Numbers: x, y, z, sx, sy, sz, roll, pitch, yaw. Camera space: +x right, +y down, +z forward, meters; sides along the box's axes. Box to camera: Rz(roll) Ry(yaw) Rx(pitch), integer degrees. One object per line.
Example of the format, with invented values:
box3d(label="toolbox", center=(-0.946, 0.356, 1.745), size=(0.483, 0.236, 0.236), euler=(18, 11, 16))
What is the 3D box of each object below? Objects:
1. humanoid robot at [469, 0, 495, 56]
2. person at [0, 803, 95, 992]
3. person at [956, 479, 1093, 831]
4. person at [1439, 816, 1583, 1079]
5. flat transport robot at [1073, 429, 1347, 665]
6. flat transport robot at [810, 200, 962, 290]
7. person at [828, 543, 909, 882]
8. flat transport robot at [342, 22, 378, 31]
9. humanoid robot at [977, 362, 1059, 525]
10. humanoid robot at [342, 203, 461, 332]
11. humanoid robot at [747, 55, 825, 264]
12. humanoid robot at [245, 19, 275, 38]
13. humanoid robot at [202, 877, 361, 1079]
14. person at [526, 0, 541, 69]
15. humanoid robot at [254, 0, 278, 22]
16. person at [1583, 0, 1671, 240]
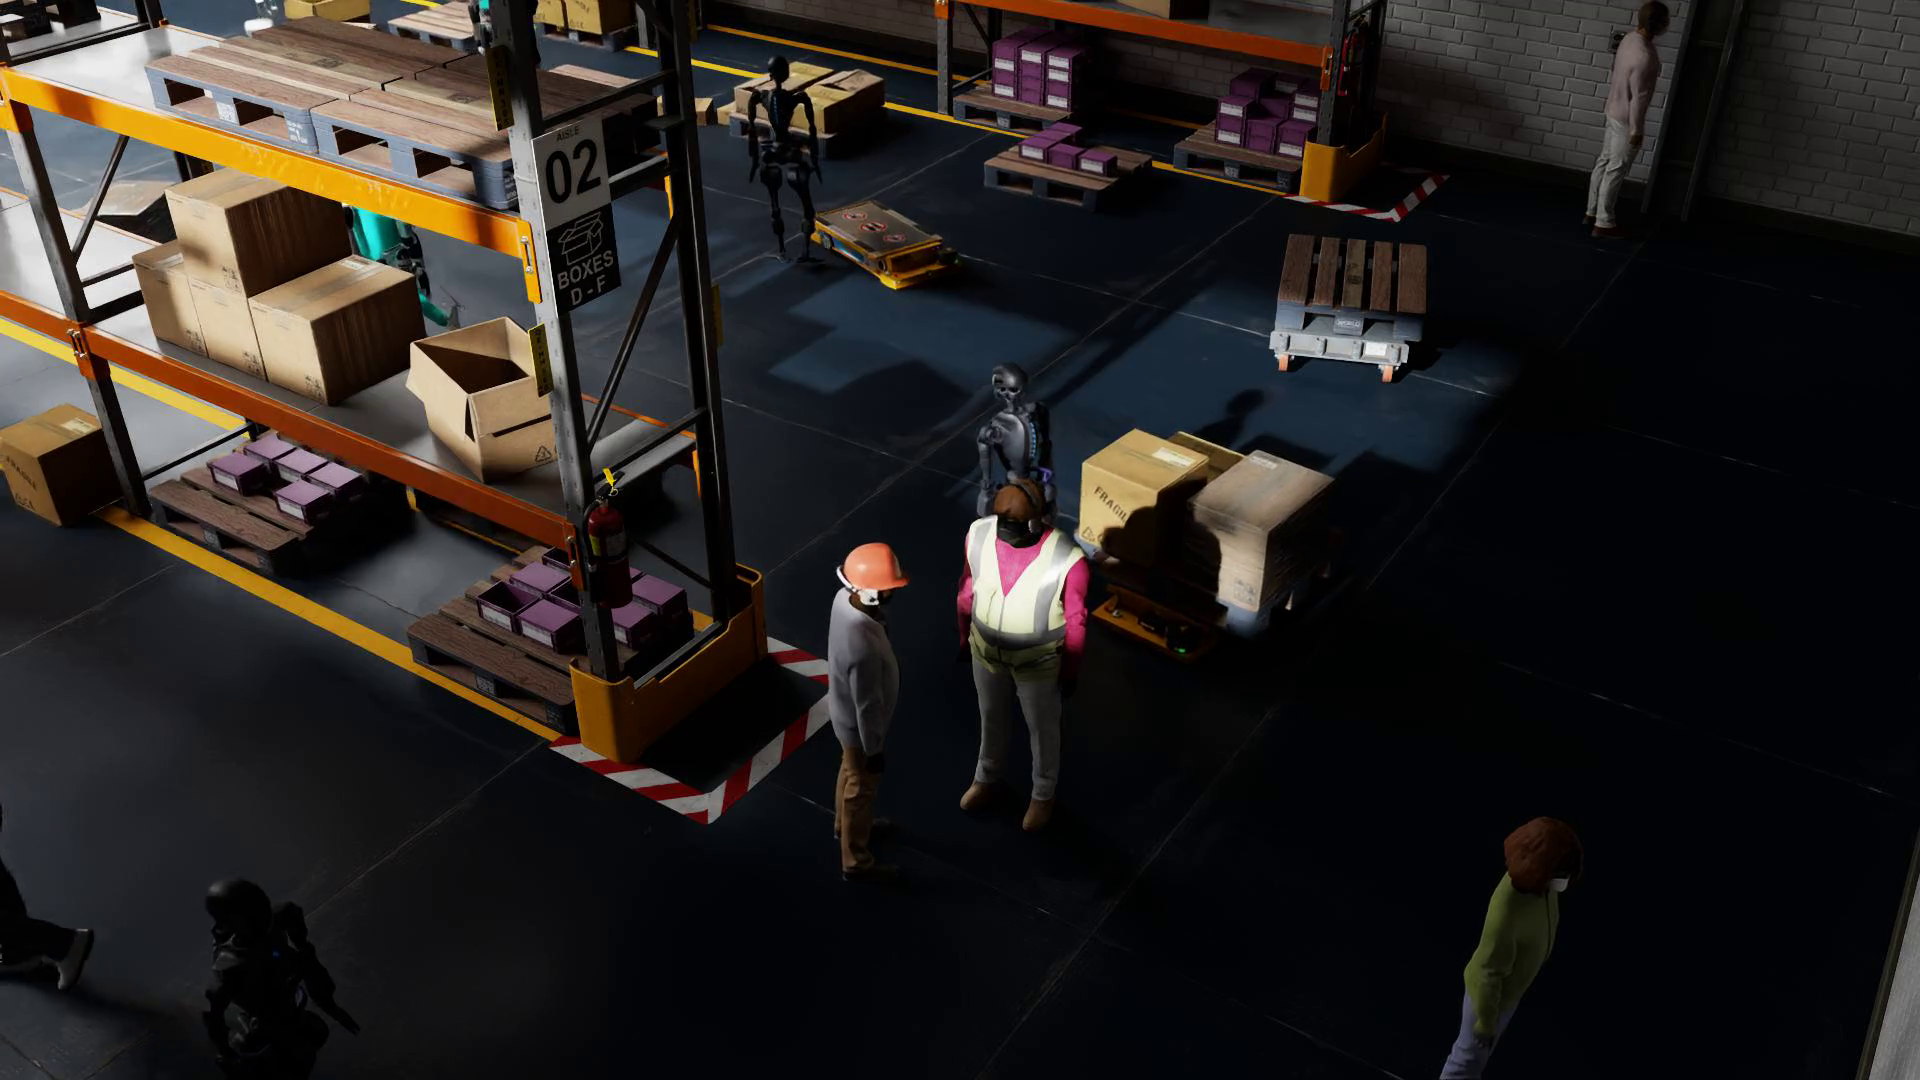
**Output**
box3d(label="humanoid robot", center=(-4.284, -4.706, 15.760), size=(0.531, 1.794, 0.707), euler=(-17, 37, -24))
box3d(label="person", center=(-3.974, 1.155, 6.655), size=(0.519, 1.839, 0.569), euler=(-6, 34, -10))
box3d(label="person", center=(0.263, 0.526, 7.624), size=(0.633, 1.840, 0.429), euler=(16, 36, 22))
box3d(label="person", center=(2.000, 1.641, 6.097), size=(0.285, 1.631, 0.500), euler=(22, 39, 30))
box3d(label="flat transport robot", center=(1.440, 0.209, 9.552), size=(0.659, 0.231, 1.431), euler=(25, 40, 33))
box3d(label="flat transport robot", center=(-0.657, -2.440, 13.623), size=(0.659, 0.231, 1.431), euler=(-21, 39, -29))
box3d(label="person", center=(-0.396, 0.756, 7.362), size=(0.366, 1.740, 0.562), euler=(-6, 33, -9))
box3d(label="flat transport robot", center=(-6.114, -4.035, 16.075), size=(1.431, 0.231, 0.659), euler=(6, 34, 9))
box3d(label="humanoid robot", center=(0.322, -0.185, 8.877), size=(0.372, 1.638, 0.596), euler=(28, 42, 35))
box3d(label="humanoid robot", center=(-3.636, -1.600, 11.005), size=(1.037, 1.743, 0.557), euler=(21, 39, 29))
box3d(label="humanoid robot", center=(-1.394, -2.972, 13.158), size=(0.615, 1.646, 0.470), euler=(3, 33, 5))
box3d(label="humanoid robot", center=(-5.505, -3.344, 13.674), size=(0.549, 1.742, 1.015), euler=(-17, 37, -24))
box3d(label="humanoid robot", center=(-2.381, 1.798, 5.867), size=(0.803, 1.627, 0.584), euler=(7, 34, 10))
box3d(label="person", center=(-3.941, -4.277, 14.919), size=(0.436, 1.942, 0.487), euler=(5, 33, 8))
box3d(label="humanoid robot", center=(-7.741, -6.319, 18.247), size=(0.544, 1.772, 0.907), euler=(-26, 41, -34))
box3d(label="person", center=(5.476, -3.443, 13.635), size=(0.359, 1.938, 0.636), euler=(2, 33, 4))
